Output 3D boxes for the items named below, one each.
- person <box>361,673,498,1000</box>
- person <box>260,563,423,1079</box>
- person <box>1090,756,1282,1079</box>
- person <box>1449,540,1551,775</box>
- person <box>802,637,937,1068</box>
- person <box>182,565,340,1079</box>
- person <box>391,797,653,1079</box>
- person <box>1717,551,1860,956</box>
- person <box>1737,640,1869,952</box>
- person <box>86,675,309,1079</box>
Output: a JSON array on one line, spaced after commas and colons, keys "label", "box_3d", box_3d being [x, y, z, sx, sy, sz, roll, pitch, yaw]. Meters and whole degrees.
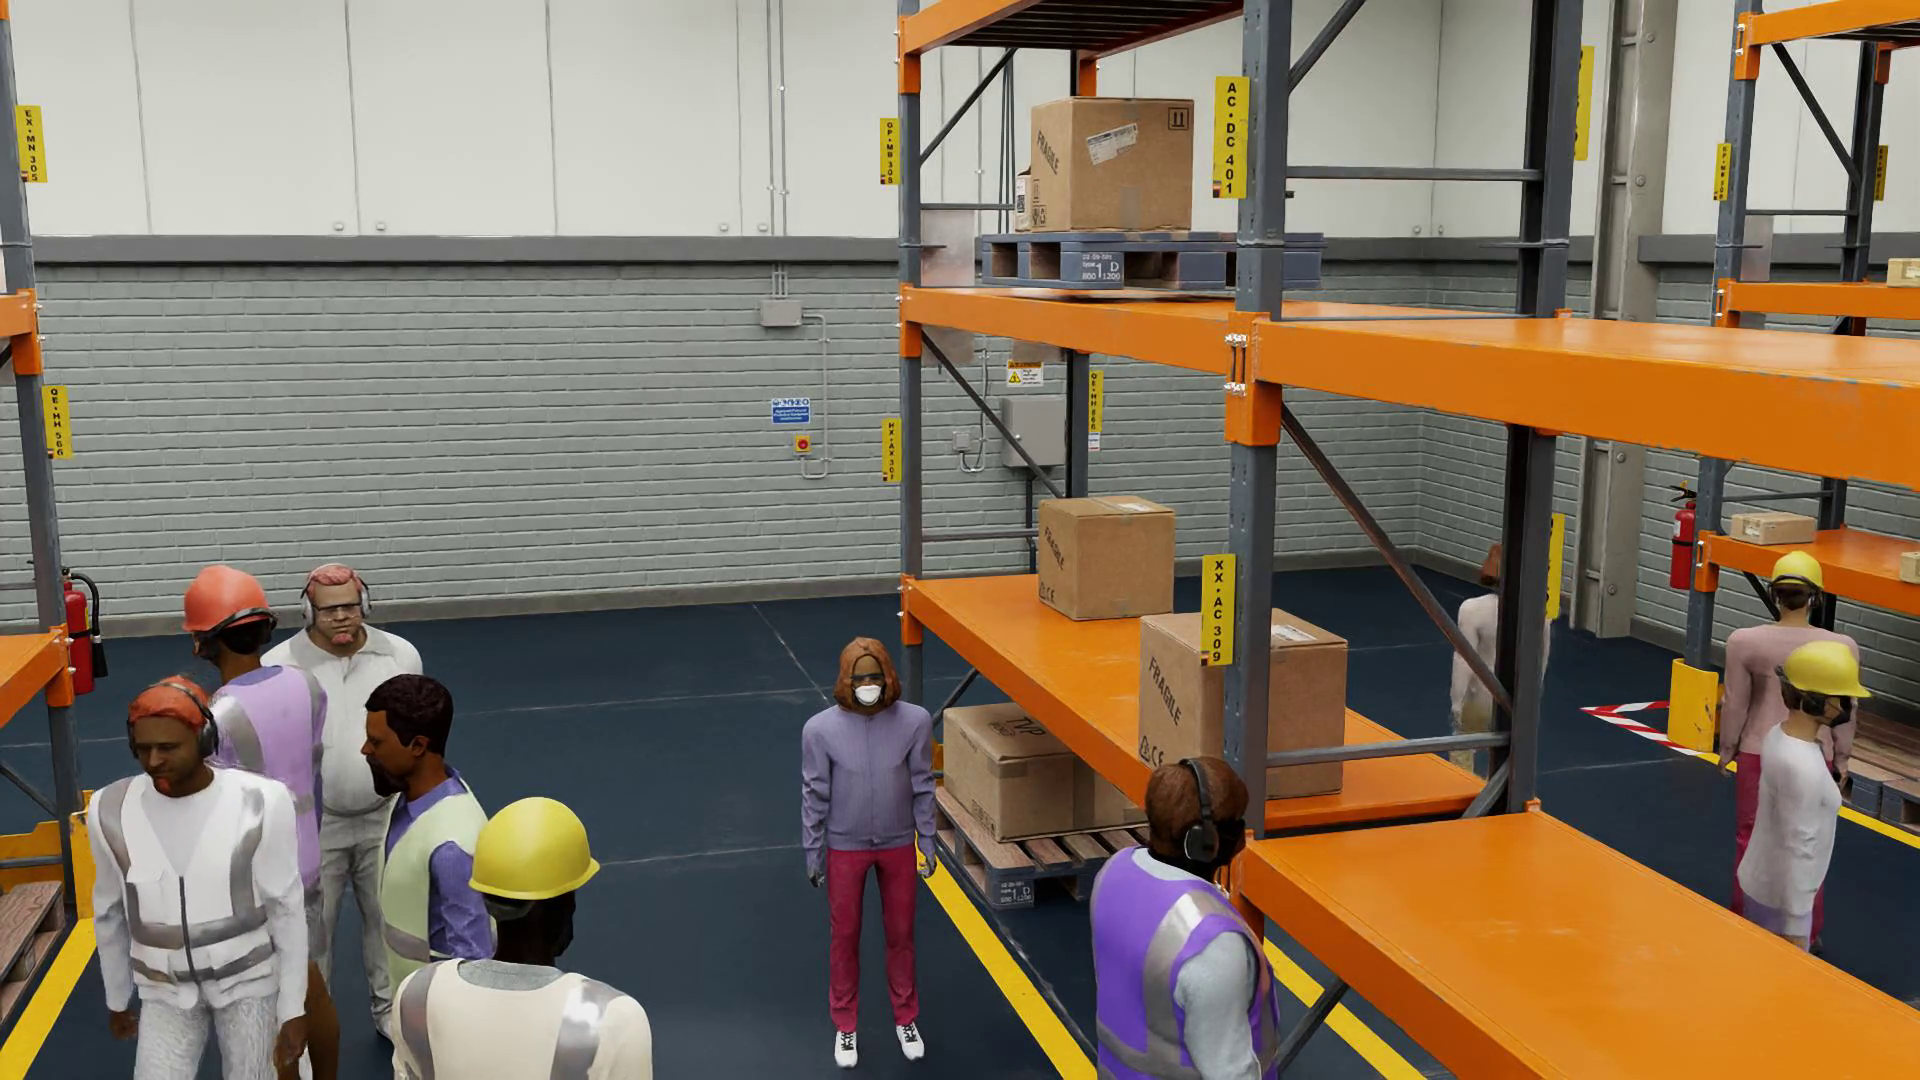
[{"label": "person", "box_3d": [-1.397, 1.293, 4.549, 0.383, 1.918, 0.591, -5, 11, -26]}, {"label": "person", "box_3d": [-2.248, 1.022, 6.130, 0.644, 1.907, 0.400, -7, 12, -35]}, {"label": "person", "box_3d": [0.553, 1.418, 4.058, 0.429, 1.844, 0.625, -4, 11, -21]}, {"label": "person", "box_3d": [2.650, 0.788, 8.330, 0.526, 1.603, 0.676, -1, 10, -7]}, {"label": "person", "box_3d": [-0.335, 1.151, 6.195, 0.503, 1.627, 0.289, -2, 10, -12]}, {"label": "person", "box_3d": [-2.278, 1.089, 5.372, 0.394, 2.040, 0.609, 2, 10, 13]}, {"label": "person", "box_3d": [-0.875, 1.474, 3.492, 0.593, 1.926, 0.366, 3, 10, 15]}, {"label": "person", "box_3d": [3.527, 0.923, 7.122, 0.523, 1.760, 0.327, 4, 11, 23]}, {"label": "person", "box_3d": [2.798, 1.192, 5.590, 0.338, 1.757, 0.521, 4, 11, 20]}, {"label": "person", "box_3d": [-2.140, 1.294, 4.703, 0.601, 1.864, 0.539, -2, 10, -9]}]
